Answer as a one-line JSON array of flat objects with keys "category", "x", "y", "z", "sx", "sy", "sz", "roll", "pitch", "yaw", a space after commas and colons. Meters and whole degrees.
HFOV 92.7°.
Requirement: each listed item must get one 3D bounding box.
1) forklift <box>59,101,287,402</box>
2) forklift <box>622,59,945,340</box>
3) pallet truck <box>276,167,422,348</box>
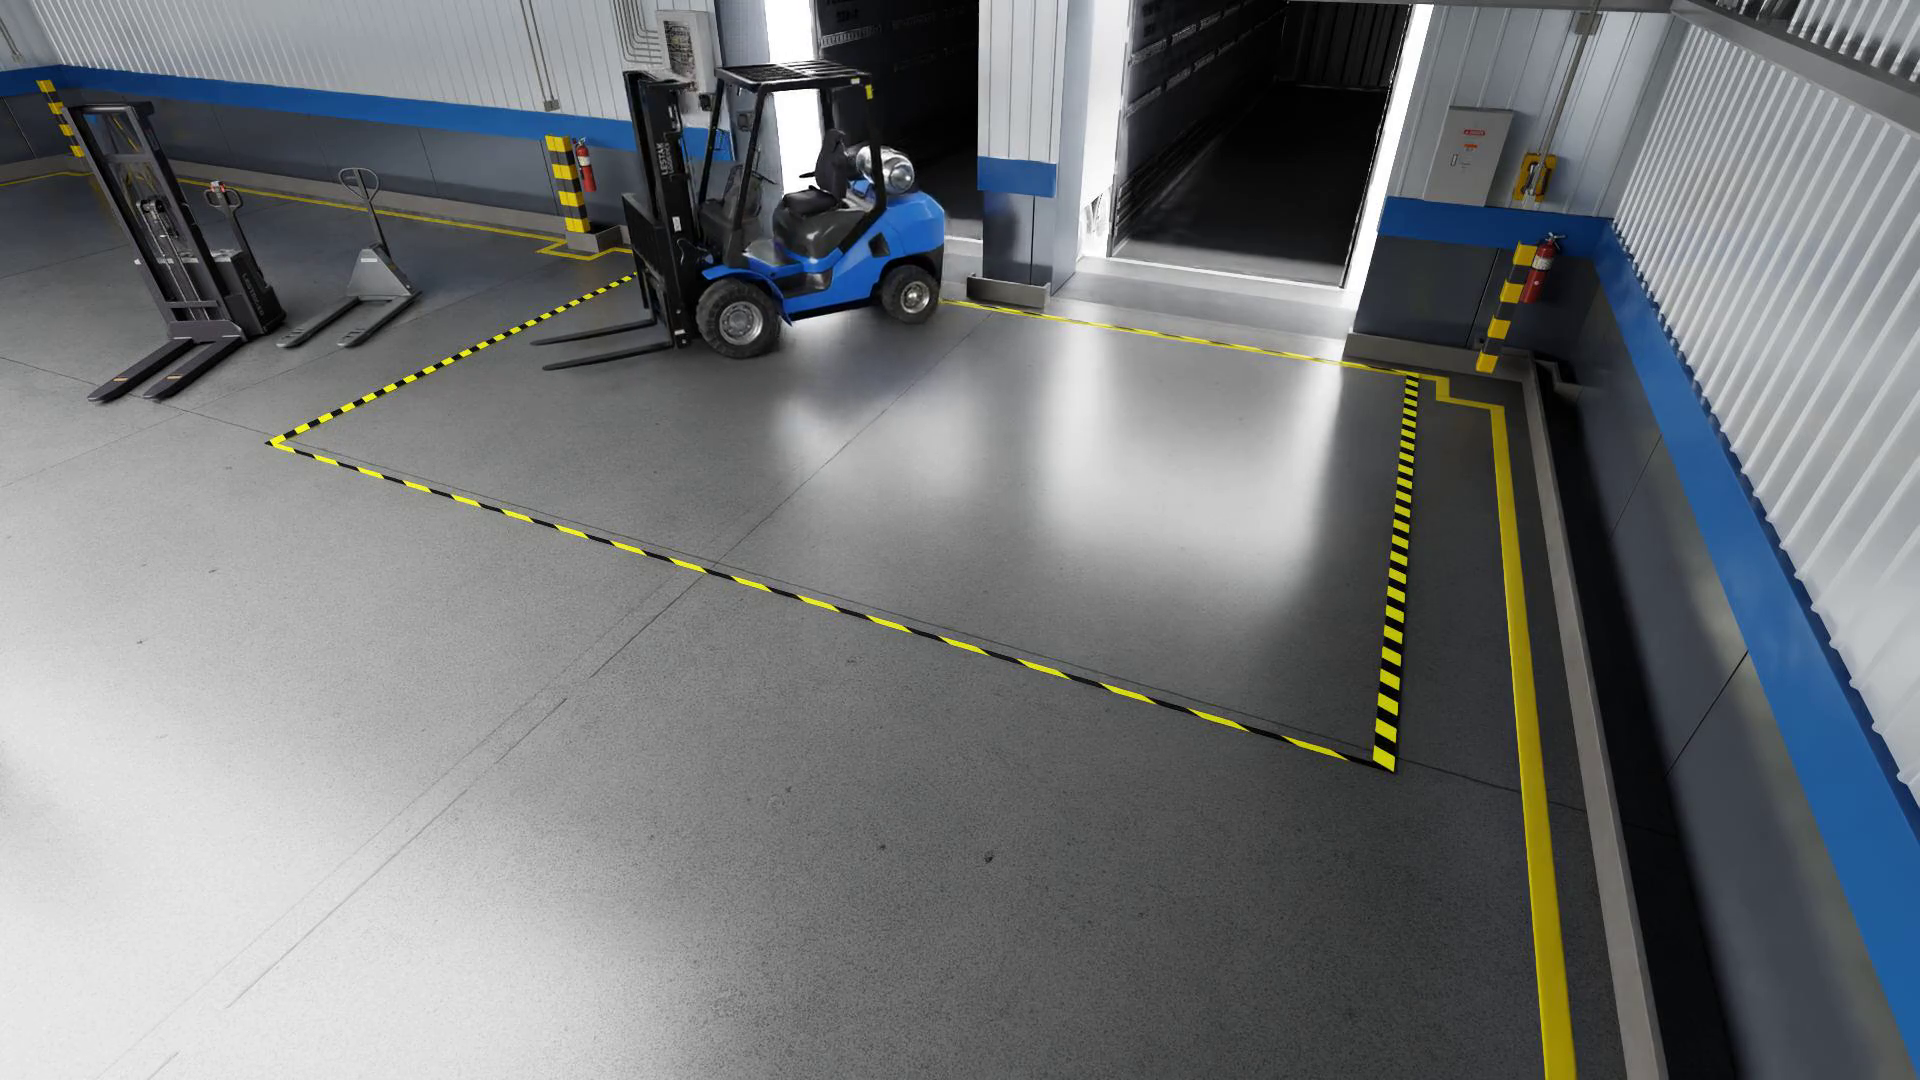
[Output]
[{"category": "forklift", "x": -6.686, "y": -2.387, "z": 7.434, "sx": 0.823, "sy": 1.965, "sz": 1.885, "roll": -3, "pitch": 35, "yaw": -5}, {"category": "forklift", "x": -1.489, "y": -3.066, "z": 8.090, "sx": 2.680, "sy": 2.036, "sz": 1.157, "roll": -18, "pitch": 39, "yaw": -24}, {"category": "pallet truck", "x": -5.732, "y": -2.611, "z": 8.414, "sx": 0.680, "sy": 1.201, "sz": 1.601, "roll": -1, "pitch": 35, "yaw": -1}]
